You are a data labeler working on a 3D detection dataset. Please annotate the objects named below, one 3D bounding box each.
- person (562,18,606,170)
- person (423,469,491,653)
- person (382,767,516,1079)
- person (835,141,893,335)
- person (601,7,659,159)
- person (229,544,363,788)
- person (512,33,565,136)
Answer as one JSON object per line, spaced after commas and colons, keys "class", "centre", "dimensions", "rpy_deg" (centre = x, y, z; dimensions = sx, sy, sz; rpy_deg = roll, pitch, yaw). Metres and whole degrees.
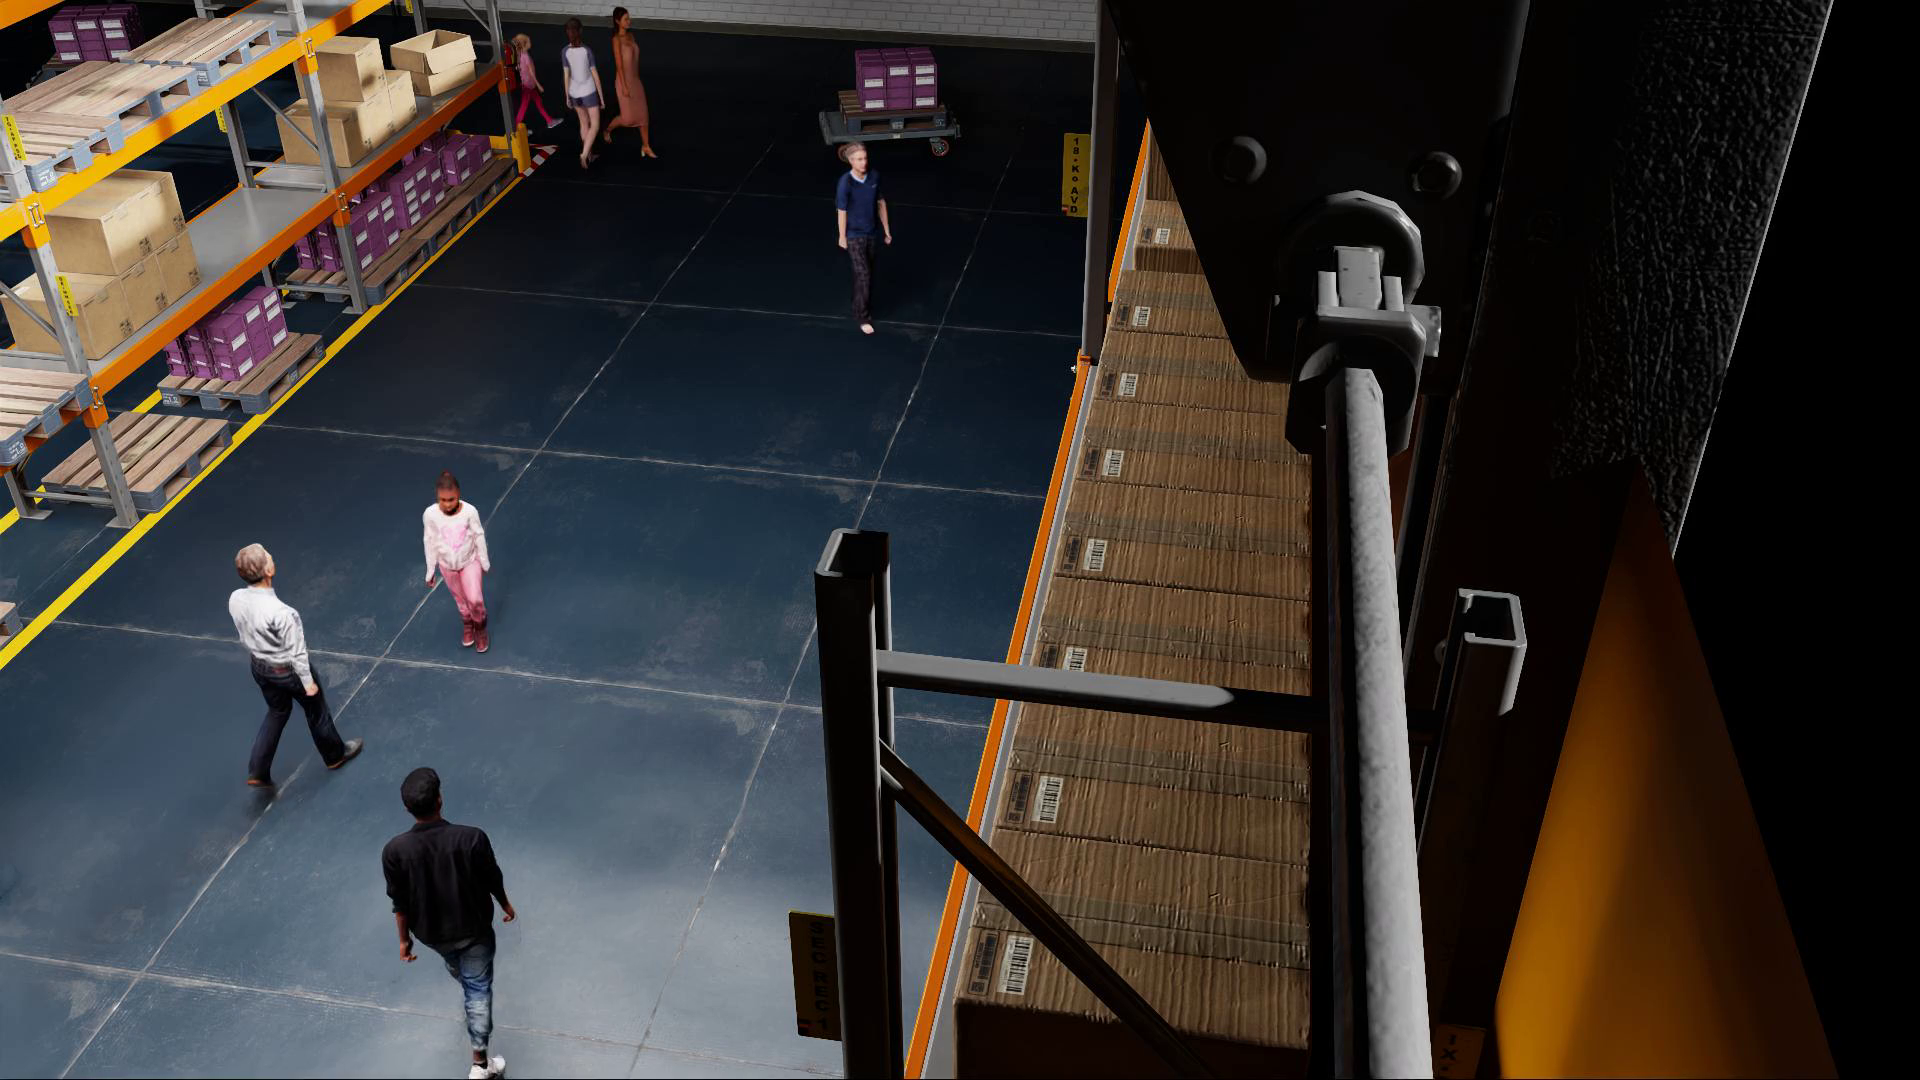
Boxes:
{"class": "person", "centre": [-4.445, -5.207, 19.563], "dimensions": [0.610, 1.747, 0.924], "rpy_deg": [2, 34, 3]}
{"class": "person", "centre": [-3.562, 0.097, 11.859], "dimensions": [0.621, 1.441, 0.638], "rpy_deg": [0, 34, 0]}
{"class": "person", "centre": [-2.638, 2.051, 8.636], "dimensions": [0.988, 1.756, 1.290], "rpy_deg": [-4, 34, -5]}
{"class": "person", "centre": [-1.007, -2.979, 16.113], "dimensions": [0.903, 1.855, 0.953], "rpy_deg": [-27, 42, -34]}
{"class": "person", "centre": [-4.030, -5.426, 19.831], "dimensions": [0.834, 1.815, 0.976], "rpy_deg": [12, 35, 18]}
{"class": "person", "centre": [-4.295, 0.838, 10.419], "dimensions": [0.848, 1.801, 1.125], "rpy_deg": [15, 36, 21]}
{"class": "person", "centre": [-5.429, -5.635, 20.661], "dimensions": [0.813, 1.244, 0.876], "rpy_deg": [-11, 35, -16]}
